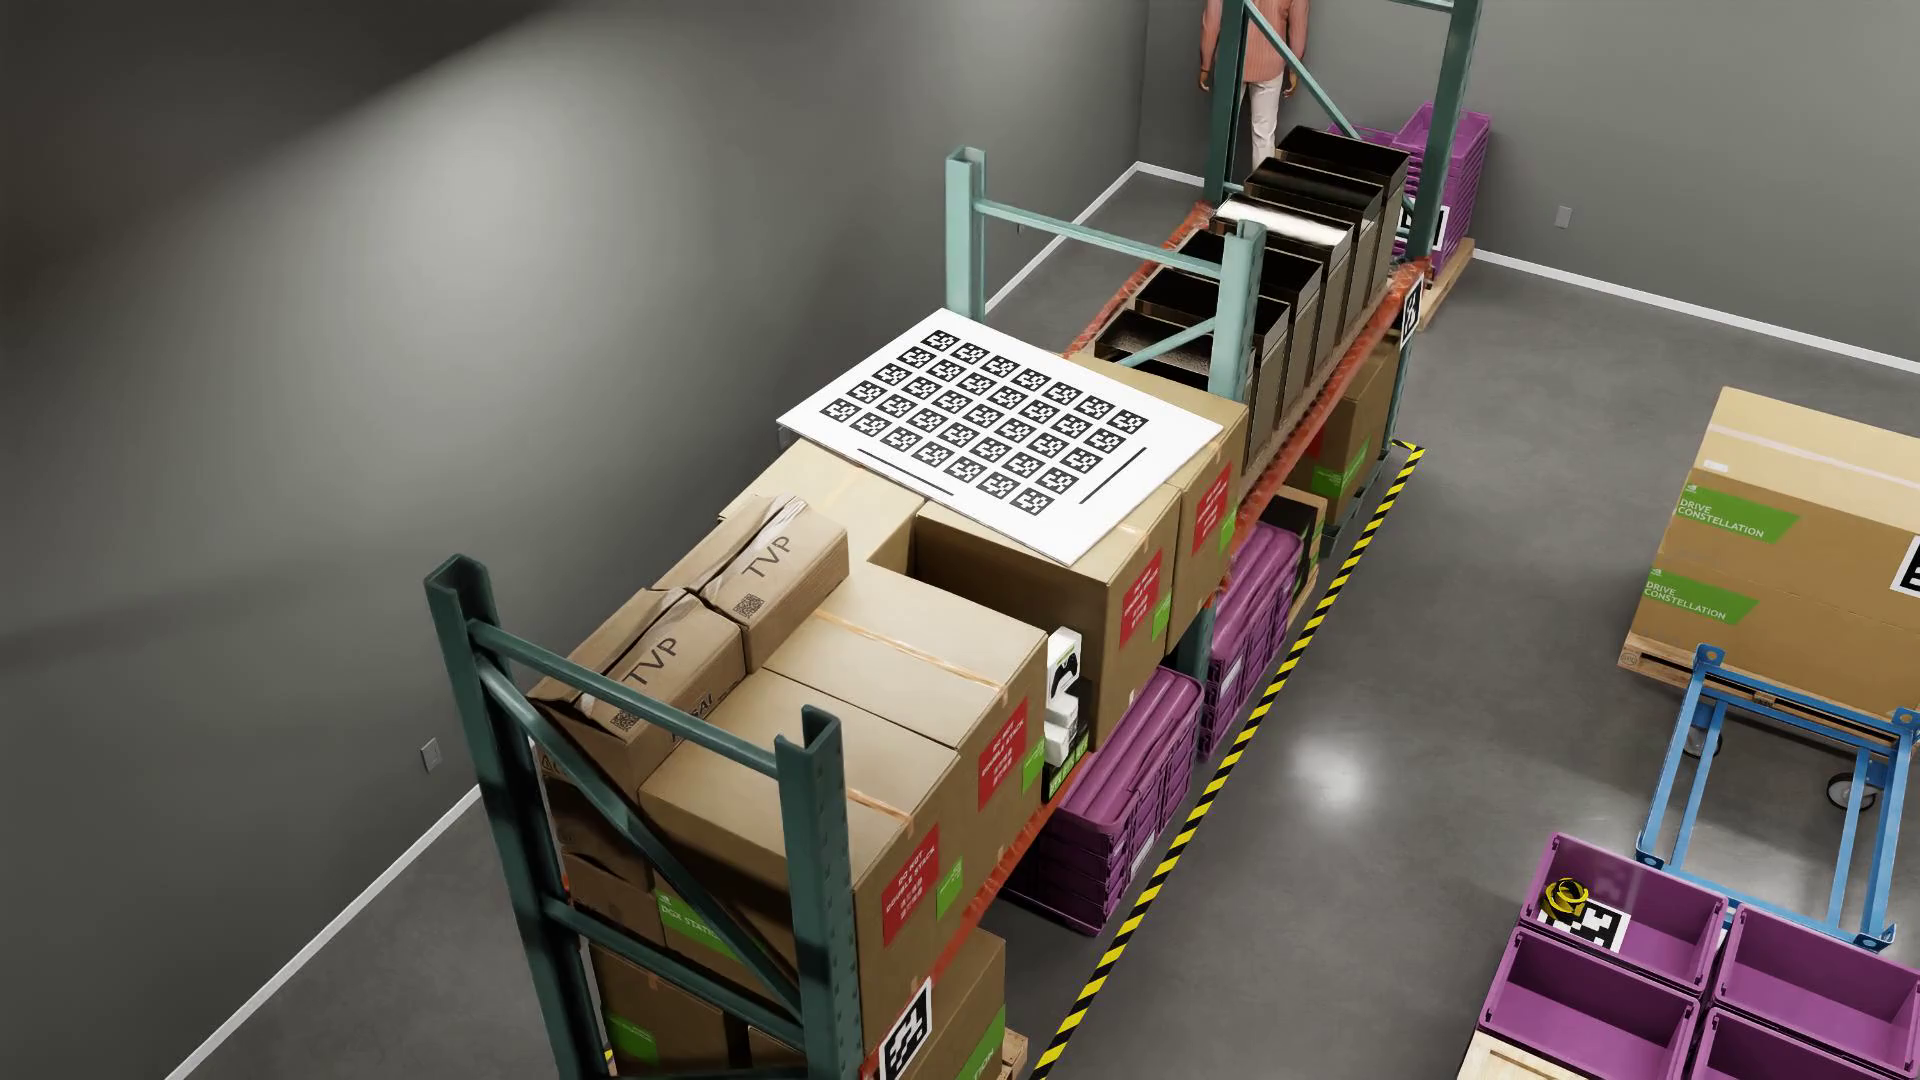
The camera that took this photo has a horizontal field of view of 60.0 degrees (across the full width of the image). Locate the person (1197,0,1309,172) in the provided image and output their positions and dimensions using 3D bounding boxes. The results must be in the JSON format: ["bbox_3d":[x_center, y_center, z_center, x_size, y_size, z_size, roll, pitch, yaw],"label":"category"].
[{"bbox_3d":[1.733,-2.851,9.951,0.623,1.992,0.396,4,40,5],"label":"person"}]
